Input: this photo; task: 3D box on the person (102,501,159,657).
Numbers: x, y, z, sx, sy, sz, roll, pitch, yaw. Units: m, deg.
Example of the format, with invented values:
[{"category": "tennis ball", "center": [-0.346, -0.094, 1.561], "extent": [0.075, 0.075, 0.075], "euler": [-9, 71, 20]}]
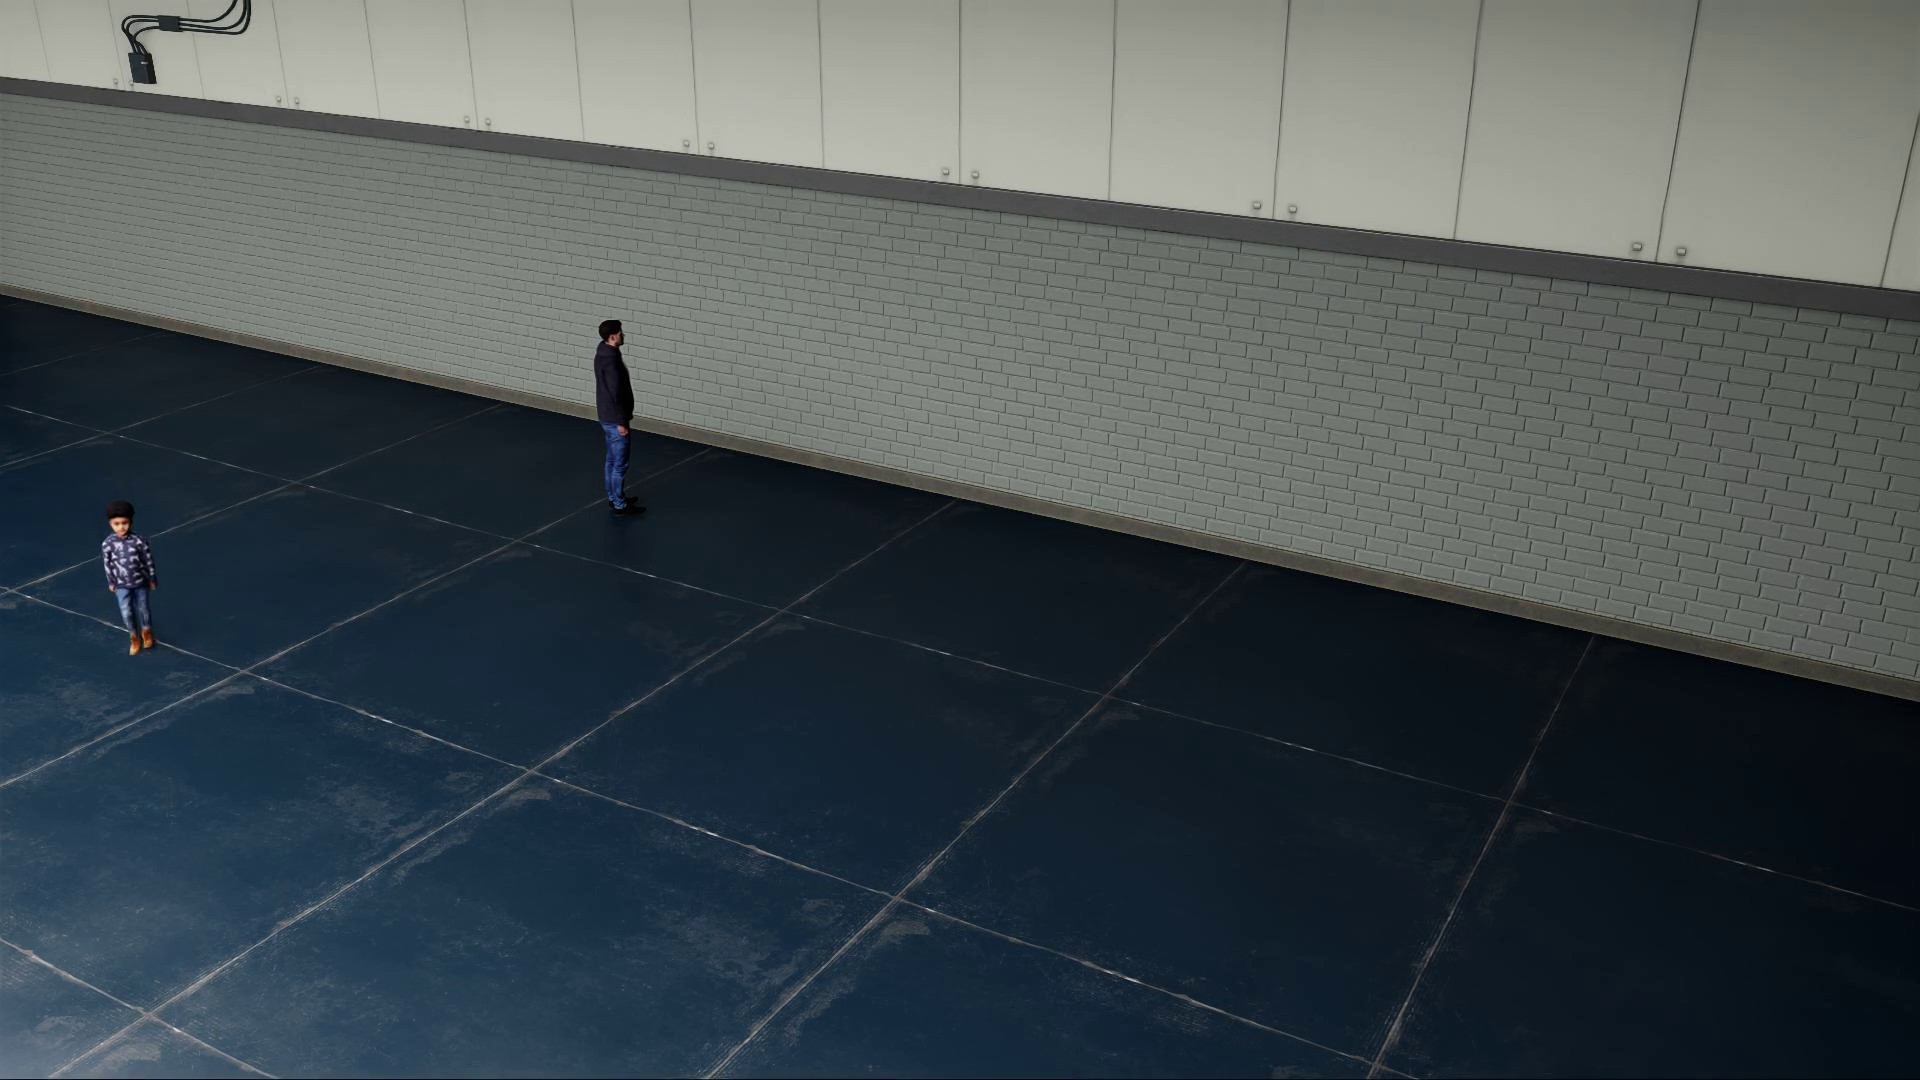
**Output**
[{"category": "person", "center": [-6.548, 0.271, 13.133], "extent": [0.622, 1.241, 0.685], "euler": [-9, 25, -21]}]

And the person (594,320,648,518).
[{"category": "person", "center": [-3.255, -1.156, 15.654], "extent": [0.780, 1.894, 0.762], "euler": [-10, 25, -22]}]
